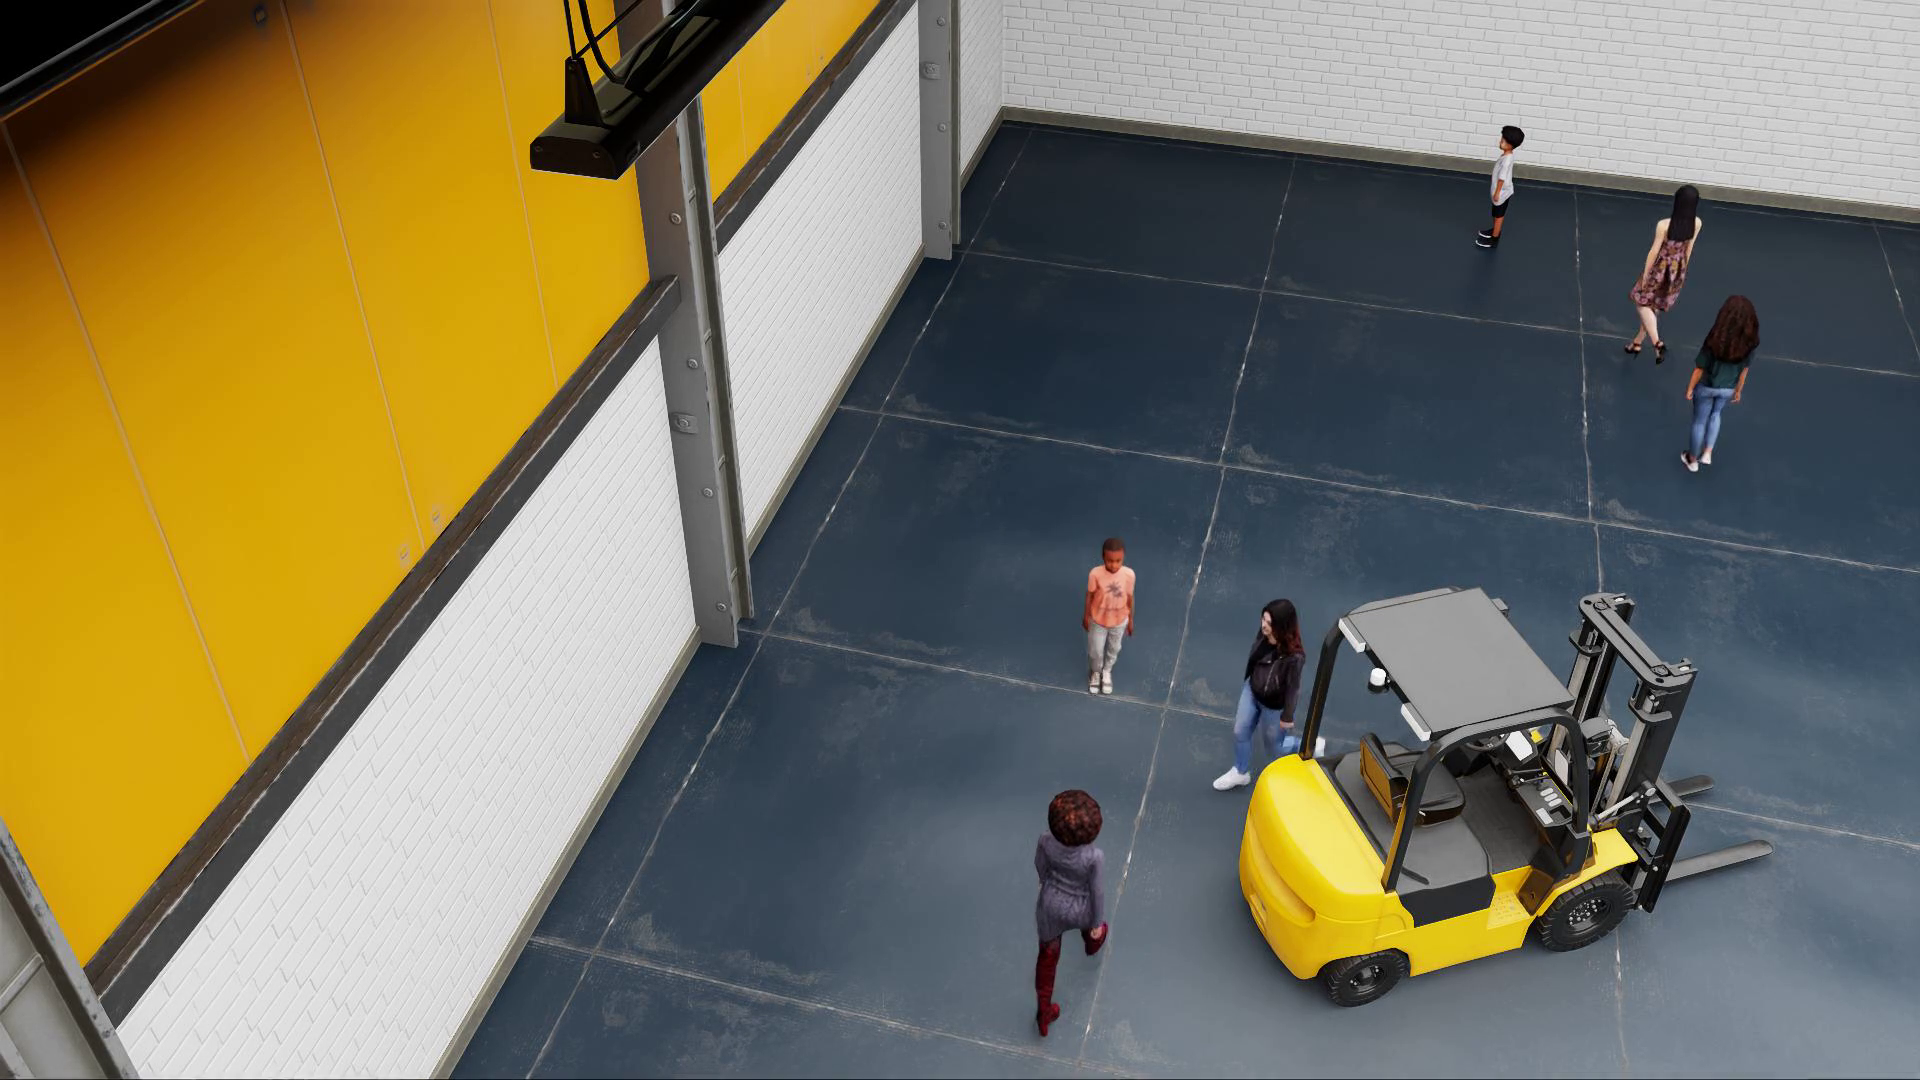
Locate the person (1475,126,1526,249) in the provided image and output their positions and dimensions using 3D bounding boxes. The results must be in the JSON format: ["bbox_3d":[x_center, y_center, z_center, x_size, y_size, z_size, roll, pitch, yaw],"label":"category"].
[{"bbox_3d":[5.439,-3.547,16.656,0.561,1.255,0.441,14,41,17],"label":"person"}]

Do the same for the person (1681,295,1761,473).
[{"bbox_3d":[6.143,-1.209,13.446,0.674,1.609,0.690,-1,39,-1],"label":"person"}]

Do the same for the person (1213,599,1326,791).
[{"bbox_3d":[2.050,1.015,10.659,1.029,1.611,1.019,-14,41,-16],"label":"person"}]

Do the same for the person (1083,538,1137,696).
[{"bbox_3d":[1.028,0.482,11.572,0.553,1.304,0.561,0,39,0],"label":"person"}]

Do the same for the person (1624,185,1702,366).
[{"bbox_3d":[6.223,-2.275,14.660,0.835,1.760,1.008,-5,39,-6],"label":"person"}]

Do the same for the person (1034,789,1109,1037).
[{"bbox_3d":[0.560,2.113,9.236,0.732,1.670,1.099,16,41,19],"label":"person"}]
